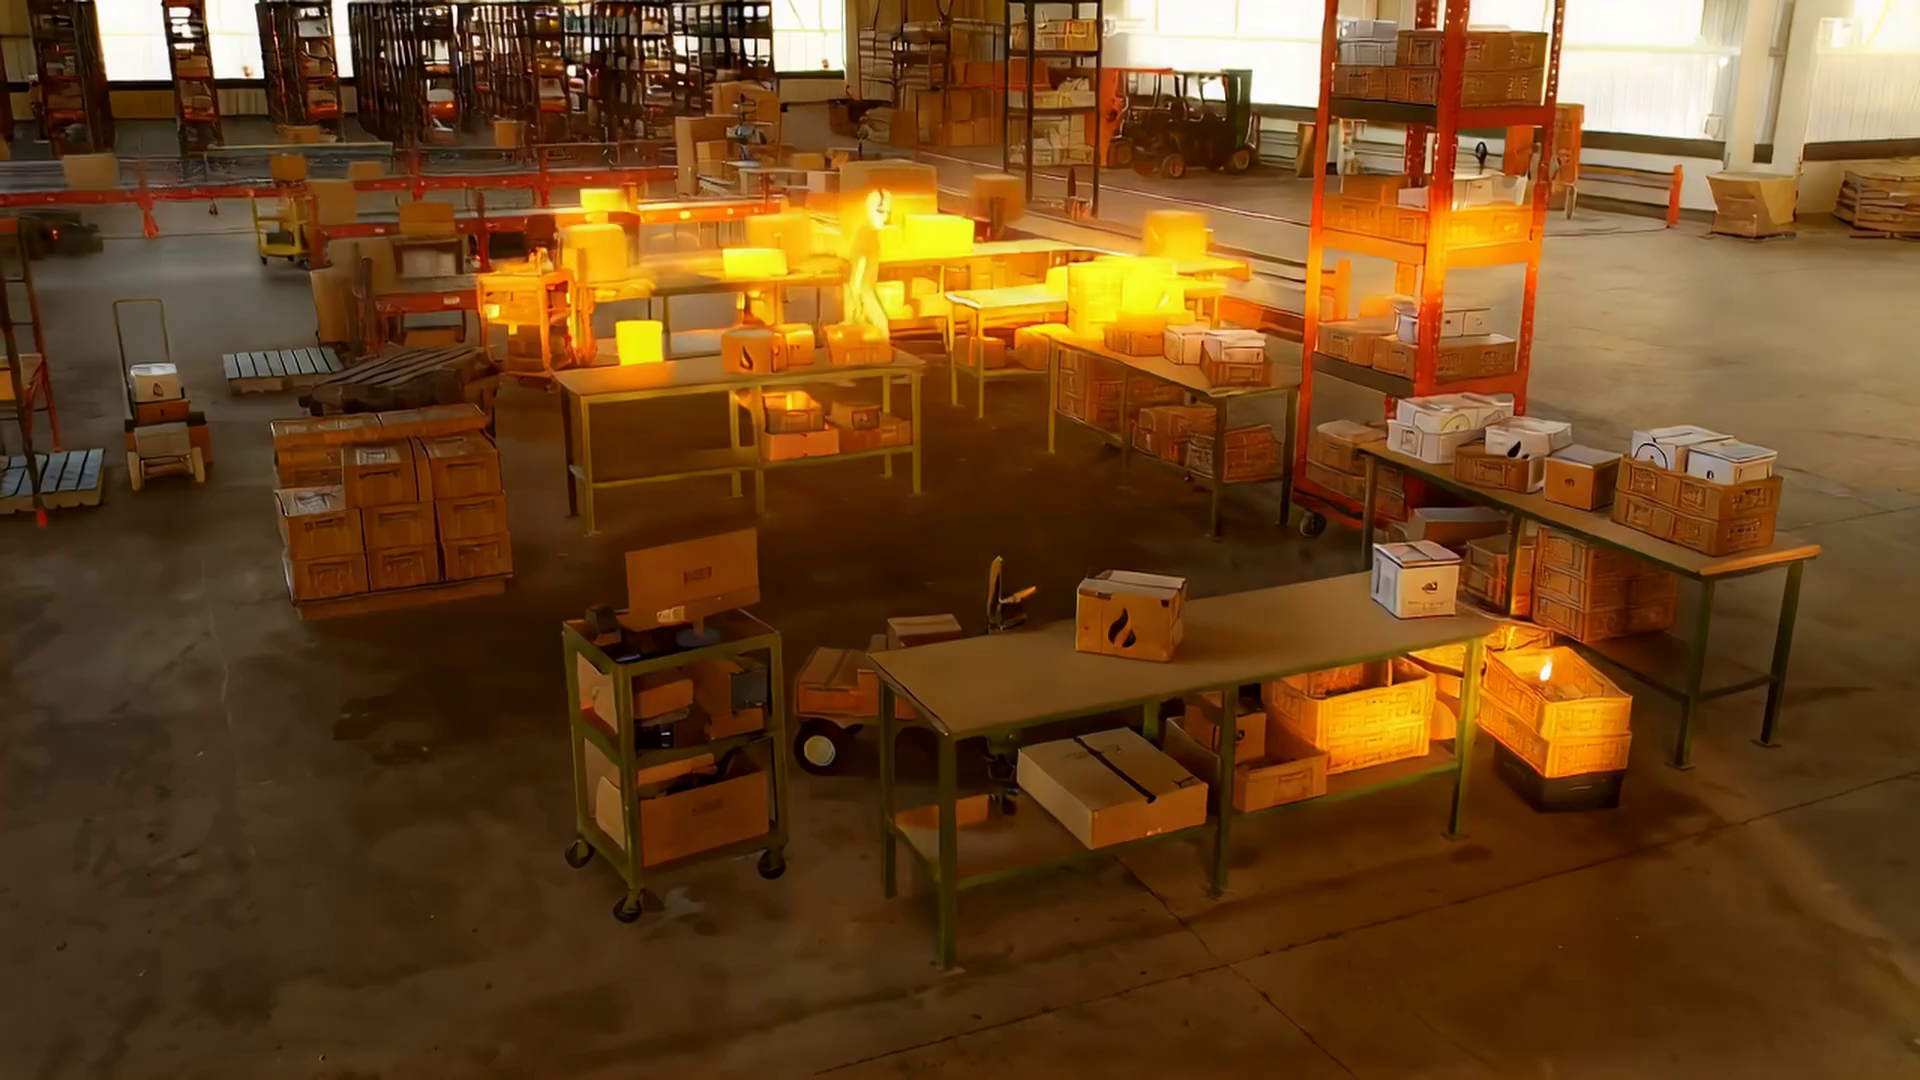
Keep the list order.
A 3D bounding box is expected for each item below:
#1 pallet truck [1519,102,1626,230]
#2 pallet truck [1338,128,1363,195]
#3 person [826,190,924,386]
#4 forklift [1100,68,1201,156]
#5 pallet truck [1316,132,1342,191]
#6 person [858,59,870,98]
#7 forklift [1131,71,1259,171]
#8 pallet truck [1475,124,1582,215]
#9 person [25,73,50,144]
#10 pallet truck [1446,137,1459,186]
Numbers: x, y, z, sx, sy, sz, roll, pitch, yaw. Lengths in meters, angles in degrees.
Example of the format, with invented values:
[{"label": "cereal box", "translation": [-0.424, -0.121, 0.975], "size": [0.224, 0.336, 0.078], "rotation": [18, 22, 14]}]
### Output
[{"label": "pallet truck", "translation": [9.972, -6.037, 26.785], "size": [1.885, 1.965, 0.823], "rotation": [-9, 20, -25]}, {"label": "pallet truck", "translation": [7.845, -7.140, 31.411], "size": [1.522, 1.261, 0.704], "rotation": [-9, 20, -25]}, {"label": "person", "translation": [-0.819, -2.298, 15.328], "size": [0.929, 1.798, 0.547], "rotation": [-1, 18, -5]}, {"label": "forklift", "translation": [4.082, -9.564, 37.410], "size": [2.680, 1.987, 1.157], "rotation": [-8, 19, -23]}, {"label": "pallet truck", "translation": [7.723, -7.504, 32.656], "size": [1.601, 1.201, 0.680], "rotation": [-8, 19, -23]}, {"label": "person", "translation": [-2.895, -13.602, 50.619], "size": [0.382, 1.993, 0.622], "rotation": [-5, 18, -17]}, {"label": "forklift", "translation": [4.998, -8.936, 35.413], "size": [2.680, 1.987, 1.157], "rotation": [-9, 20, -25]}, {"label": "pallet truck", "translation": [9.707, -6.455, 28.103], "size": [1.885, 1.965, 0.823], "rotation": [-7, 19, -20]}, {"label": "person", "translation": [-24.410, -11.420, 44.016], "size": [0.403, 1.828, 0.595], "rotation": [-16, 24, -42]}, {"label": "pallet truck", "translation": [9.184, -6.485, 29.328], "size": [1.630, 1.274, 0.653], "rotation": [-8, 19, -23]}]
